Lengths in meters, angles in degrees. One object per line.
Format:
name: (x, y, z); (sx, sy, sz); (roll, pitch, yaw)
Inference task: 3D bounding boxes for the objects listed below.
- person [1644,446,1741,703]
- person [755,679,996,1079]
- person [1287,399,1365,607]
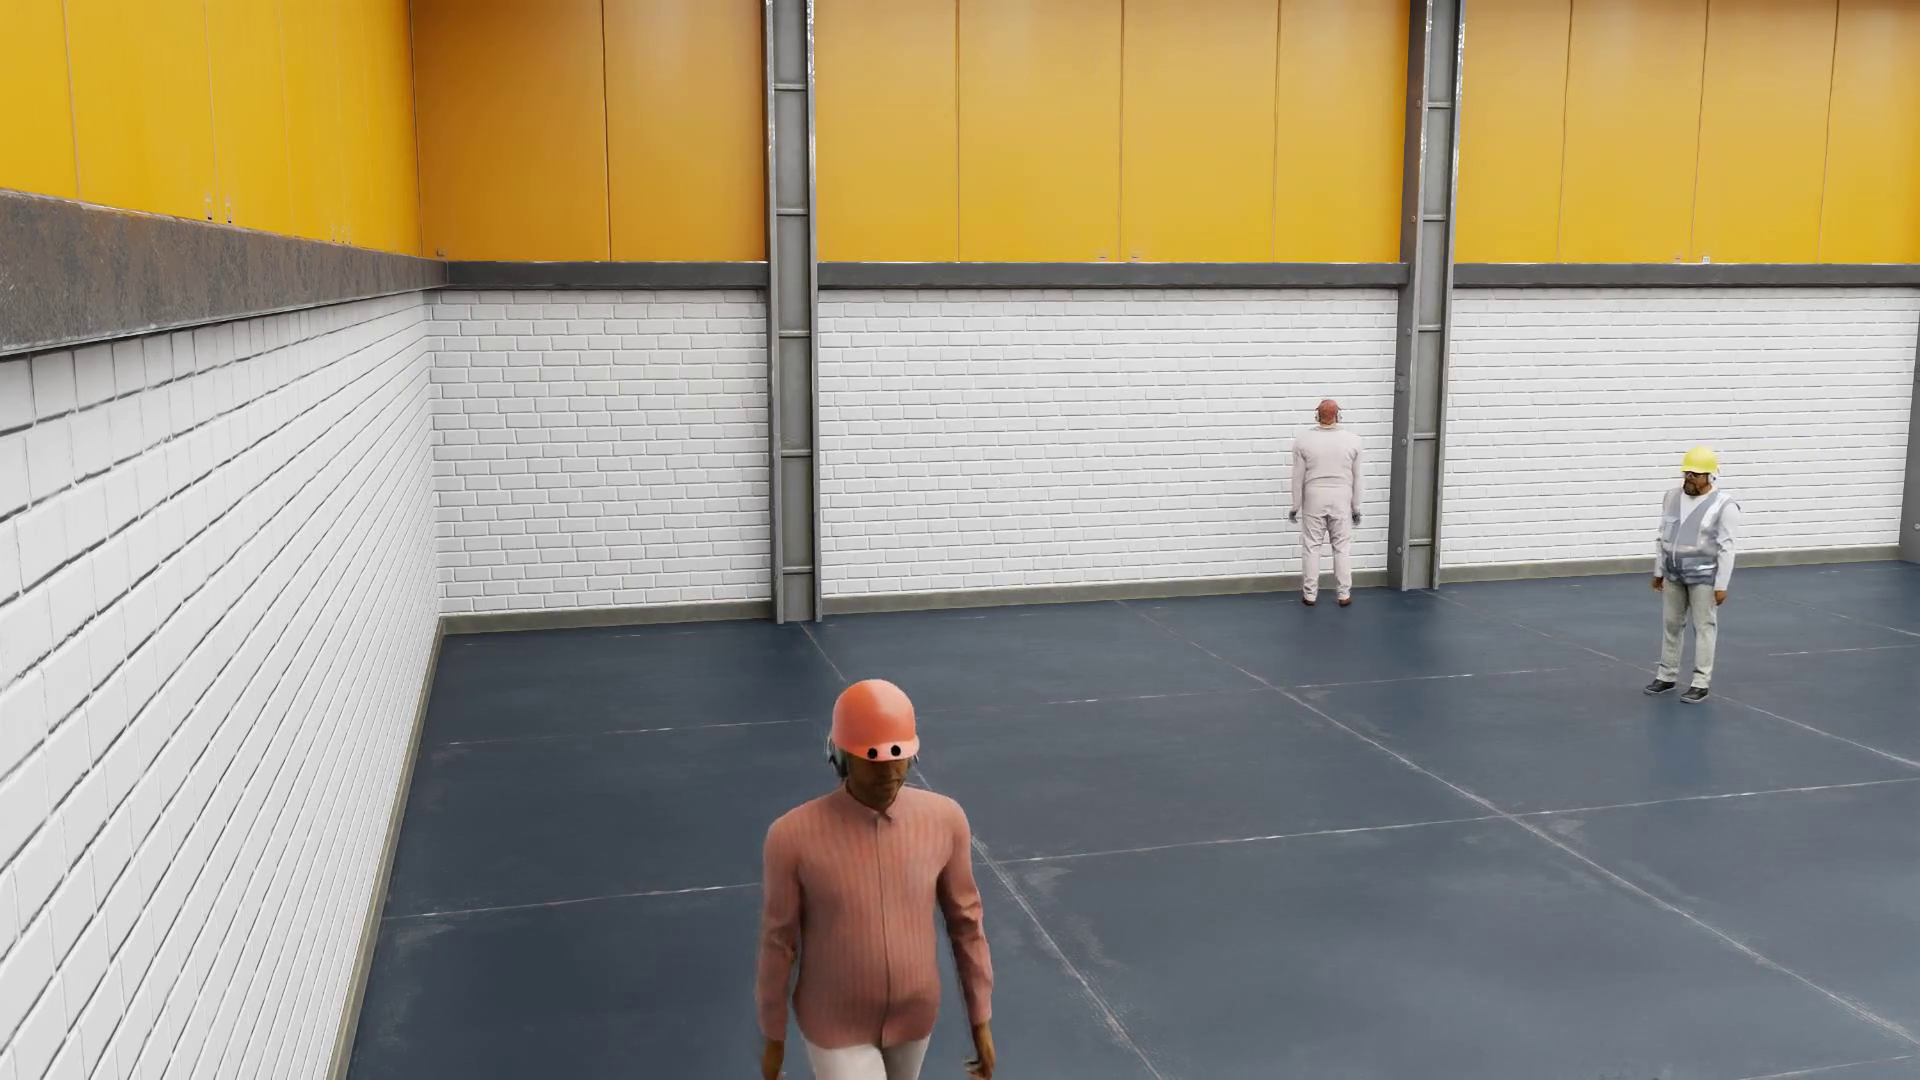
person: (5.185, 0.242, 11.792); (0.403, 1.830, 0.594); (-5, 10, -29)
person: (-0.224, 1.328, 4.653); (0.638, 1.941, 1.020); (-4, 10, -26)
person: (3.335, -0.330, 15.154); (0.668, 1.903, 0.408); (1, 9, 6)
